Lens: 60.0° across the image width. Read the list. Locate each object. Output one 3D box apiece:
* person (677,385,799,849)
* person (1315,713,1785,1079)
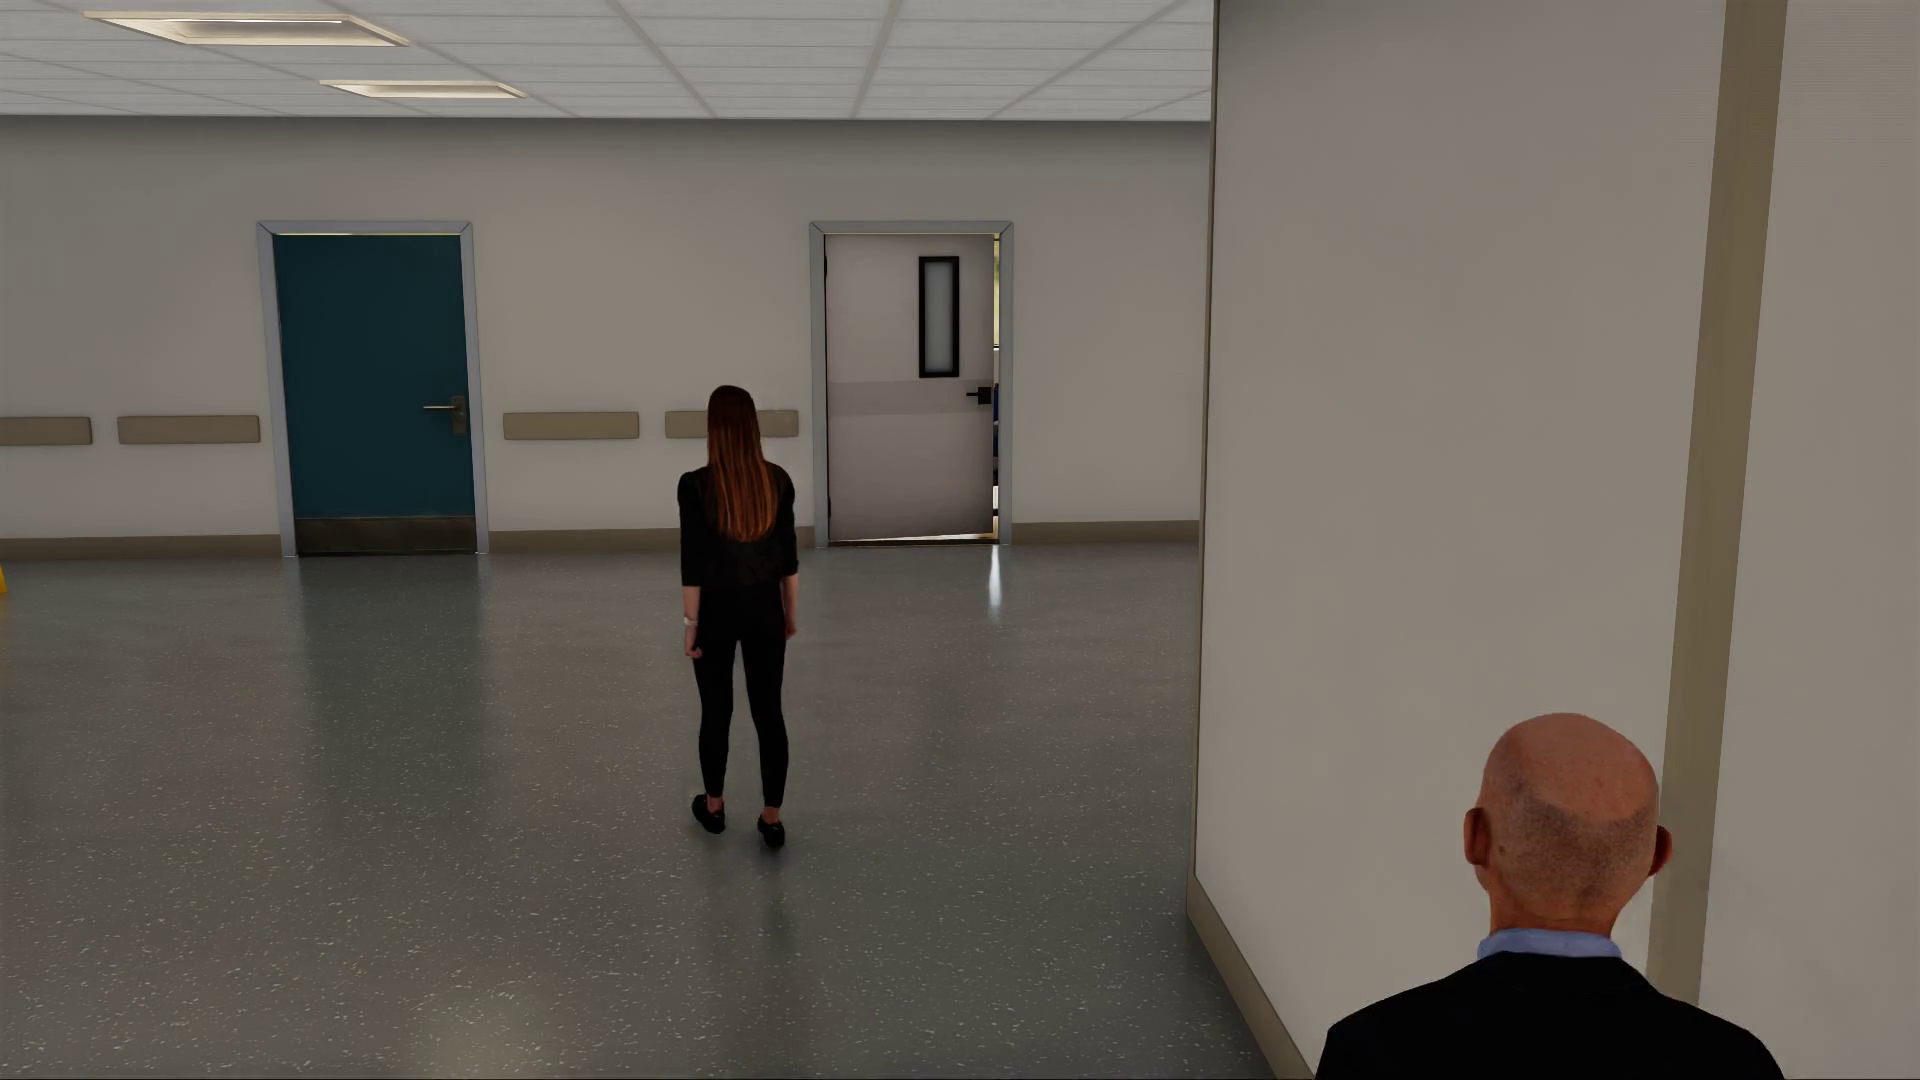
[{"bbox_3d":[-0.792,0.287,6.120,0.769,1.713,0.780,-4,11,-20],"label":"person"},{"bbox_3d":[0.579,1.085,1.746,1.014,1.777,0.764,0,11,-2],"label":"person"}]
